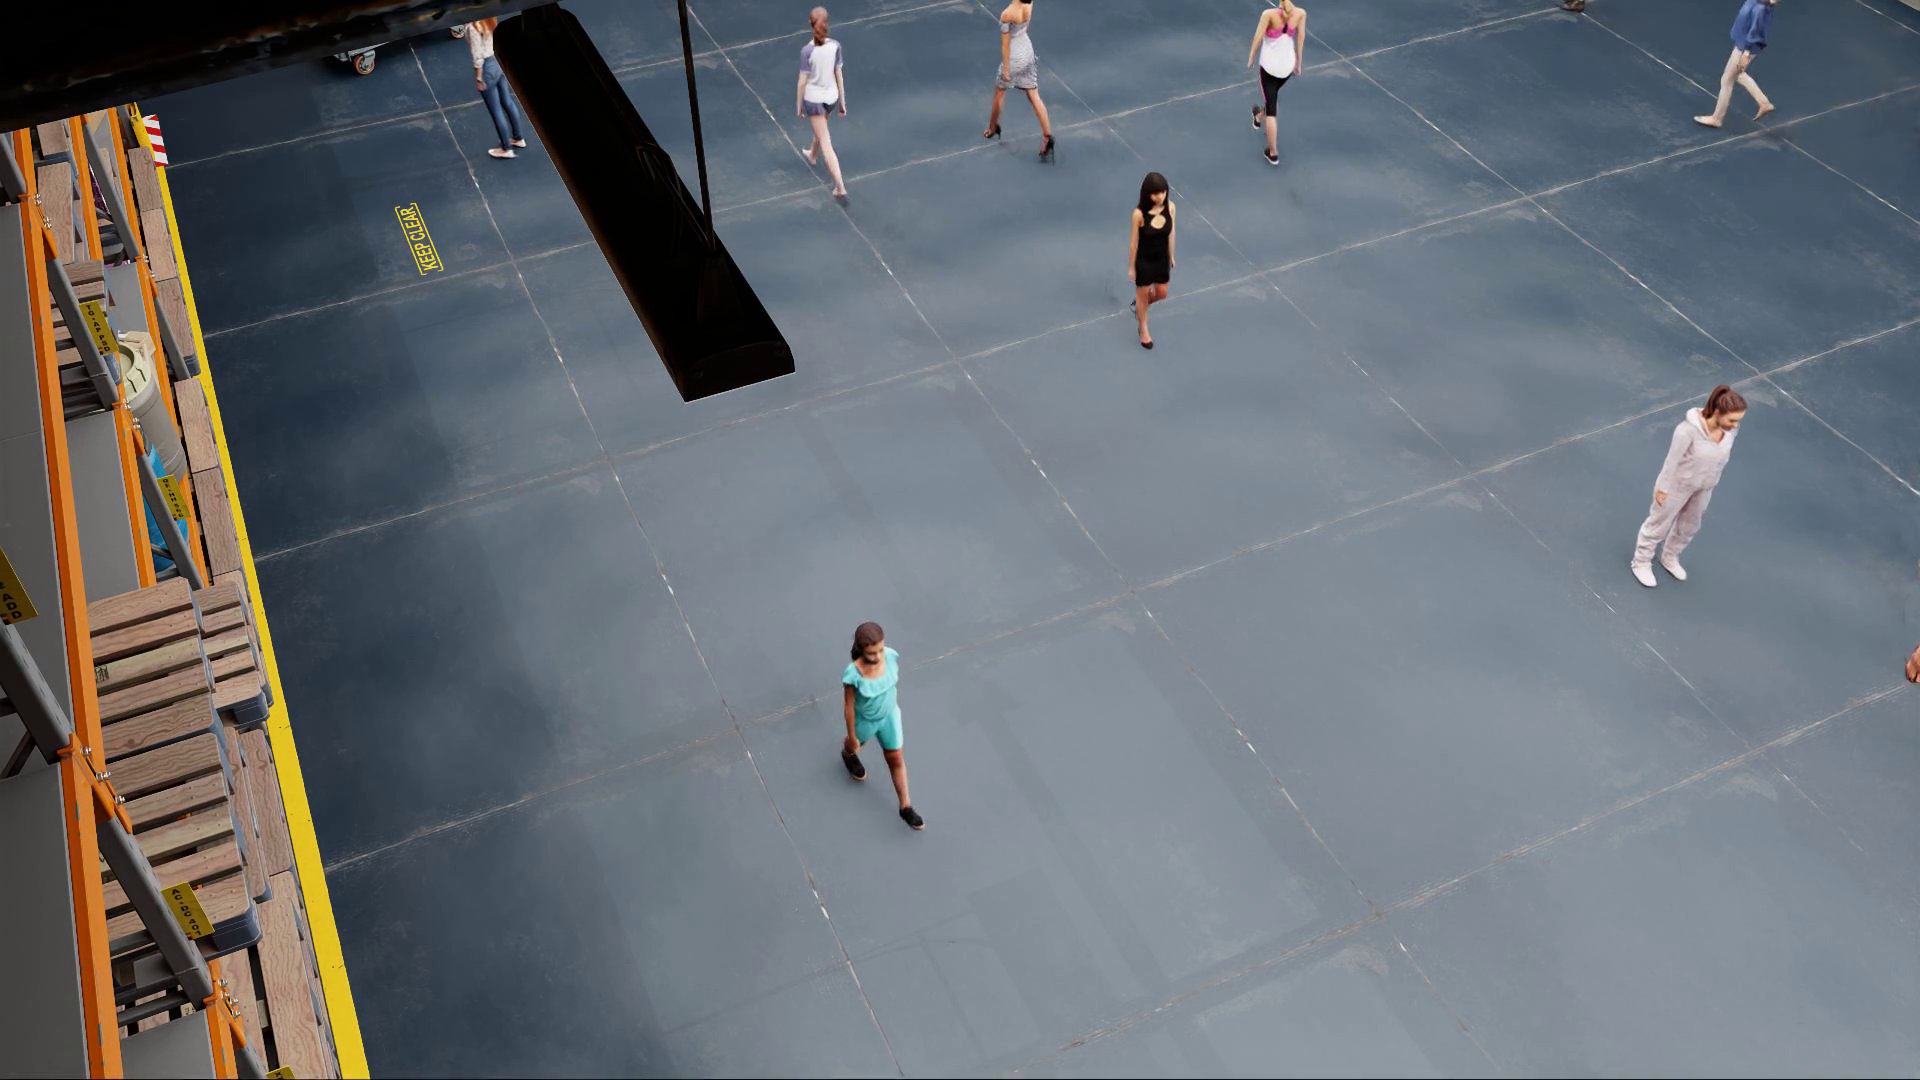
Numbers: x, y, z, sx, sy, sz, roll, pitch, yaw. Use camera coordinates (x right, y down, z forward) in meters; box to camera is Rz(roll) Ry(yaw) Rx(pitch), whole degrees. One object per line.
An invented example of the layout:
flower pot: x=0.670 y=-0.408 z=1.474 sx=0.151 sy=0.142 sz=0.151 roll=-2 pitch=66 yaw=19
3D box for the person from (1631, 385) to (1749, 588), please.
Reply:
person: x=5.021 y=-0.418 z=11.538 sx=0.688 sy=1.682 sz=0.651 roll=-9 pitch=44 yaw=-9

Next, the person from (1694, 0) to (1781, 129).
person: x=7.688 y=-4.725 z=16.059 sx=1.013 sy=1.682 sz=0.881 roll=23 pitch=48 yaw=22

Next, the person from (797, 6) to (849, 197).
person: x=-1.228 y=-3.959 z=15.238 sx=0.688 sy=1.706 sz=1.217 roll=-22 pitch=48 yaw=-22

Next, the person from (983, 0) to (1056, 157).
person: x=0.630 y=-4.445 z=15.696 sx=0.837 sy=1.779 sz=1.160 roll=-35 pitch=53 yaw=-31

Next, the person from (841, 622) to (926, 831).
person: x=-0.580 y=1.028 z=10.143 sx=0.679 sy=1.514 sz=1.103 roll=-25 pitch=49 yaw=-24

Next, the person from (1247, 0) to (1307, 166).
person: x=2.993 y=-4.374 z=15.644 sx=0.825 sy=1.748 sz=1.159 roll=-7 pitch=44 yaw=-8

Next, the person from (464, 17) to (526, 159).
person: x=-4.431 y=-4.450 z=15.737 sx=0.706 sy=1.729 sz=0.628 roll=9 pitch=44 yaw=10

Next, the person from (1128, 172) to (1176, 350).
person: x=1.509 y=-2.321 z=13.570 sx=0.588 sy=1.635 sz=0.663 roll=-16 pitch=46 yaw=-16
